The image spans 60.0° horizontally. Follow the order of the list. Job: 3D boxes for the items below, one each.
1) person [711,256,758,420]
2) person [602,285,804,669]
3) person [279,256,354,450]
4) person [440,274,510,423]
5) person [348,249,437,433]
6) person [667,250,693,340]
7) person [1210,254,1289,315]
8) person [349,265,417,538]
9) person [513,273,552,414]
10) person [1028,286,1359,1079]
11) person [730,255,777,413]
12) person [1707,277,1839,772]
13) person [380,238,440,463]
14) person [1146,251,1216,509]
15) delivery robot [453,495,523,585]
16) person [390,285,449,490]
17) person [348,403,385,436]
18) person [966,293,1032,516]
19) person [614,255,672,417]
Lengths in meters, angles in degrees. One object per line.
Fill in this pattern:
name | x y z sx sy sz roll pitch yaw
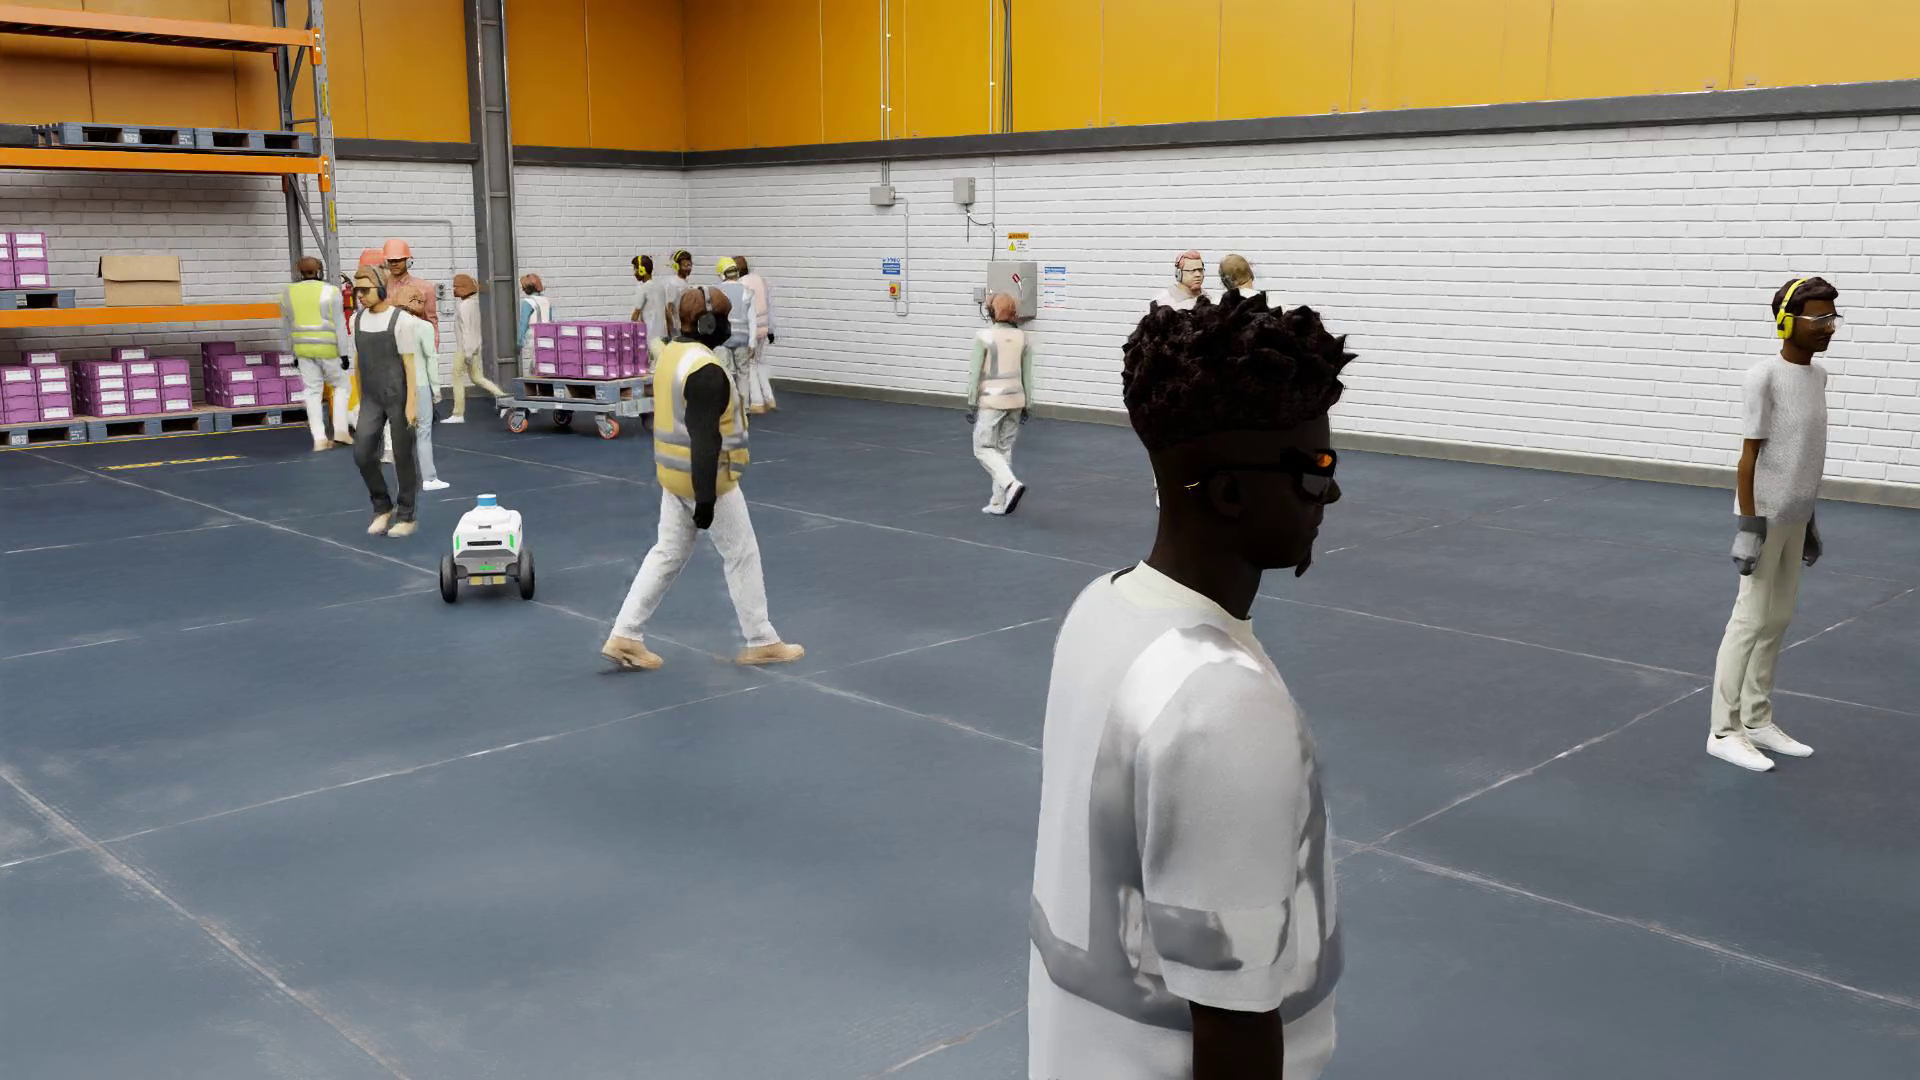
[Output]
person | -2.473 -2.147 17.931 0.606 1.799 0.715 -1 10 -6
person | -1.247 -0.277 7.738 0.939 1.805 0.634 -5 12 -28
person | -6.067 -1.767 15.780 0.639 1.821 0.540 1 10 4
person | -5.265 -2.068 17.995 0.698 1.613 0.500 0 10 -1
person | -5.950 -2.071 17.287 0.555 1.890 1.022 9 14 40
person | -3.194 -2.392 19.121 0.389 1.846 0.546 0 10 1
person | 1.860 -0.914 10.929 0.694 1.900 0.397 6 12 31
person | -3.822 -0.907 11.080 0.531 1.825 0.463 2 11 9
person | -4.664 -2.176 18.589 0.766 1.606 0.512 2 11 11
person | 0.267 0.685 2.010 0.366 1.964 0.610 -2 11 -9
person | -2.405 -2.317 18.849 0.432 1.801 0.696 6 12 30
person | 3.135 -0.063 6.360 0.534 1.868 0.310 -8 13 -36
person | -4.950 -1.673 14.790 0.623 1.992 0.397 -2 11 -11
person | 1.674 -1.158 12.226 0.651 1.907 0.409 -6 12 -29
delivery robot | -2.669 -0.014 9.420 0.477 0.478 0.707 -2 11 -12
person | -4.360 -1.209 13.248 0.500 1.633 0.289 4 11 18
person | -5.910 -1.833 16.727 0.550 1.611 0.532 -7 12 -32
person | 0.321 -0.950 11.862 0.524 1.619 0.535 -7 13 -35
person | -3.371 -2.225 18.351 1.011 1.811 0.540 3 11 14
